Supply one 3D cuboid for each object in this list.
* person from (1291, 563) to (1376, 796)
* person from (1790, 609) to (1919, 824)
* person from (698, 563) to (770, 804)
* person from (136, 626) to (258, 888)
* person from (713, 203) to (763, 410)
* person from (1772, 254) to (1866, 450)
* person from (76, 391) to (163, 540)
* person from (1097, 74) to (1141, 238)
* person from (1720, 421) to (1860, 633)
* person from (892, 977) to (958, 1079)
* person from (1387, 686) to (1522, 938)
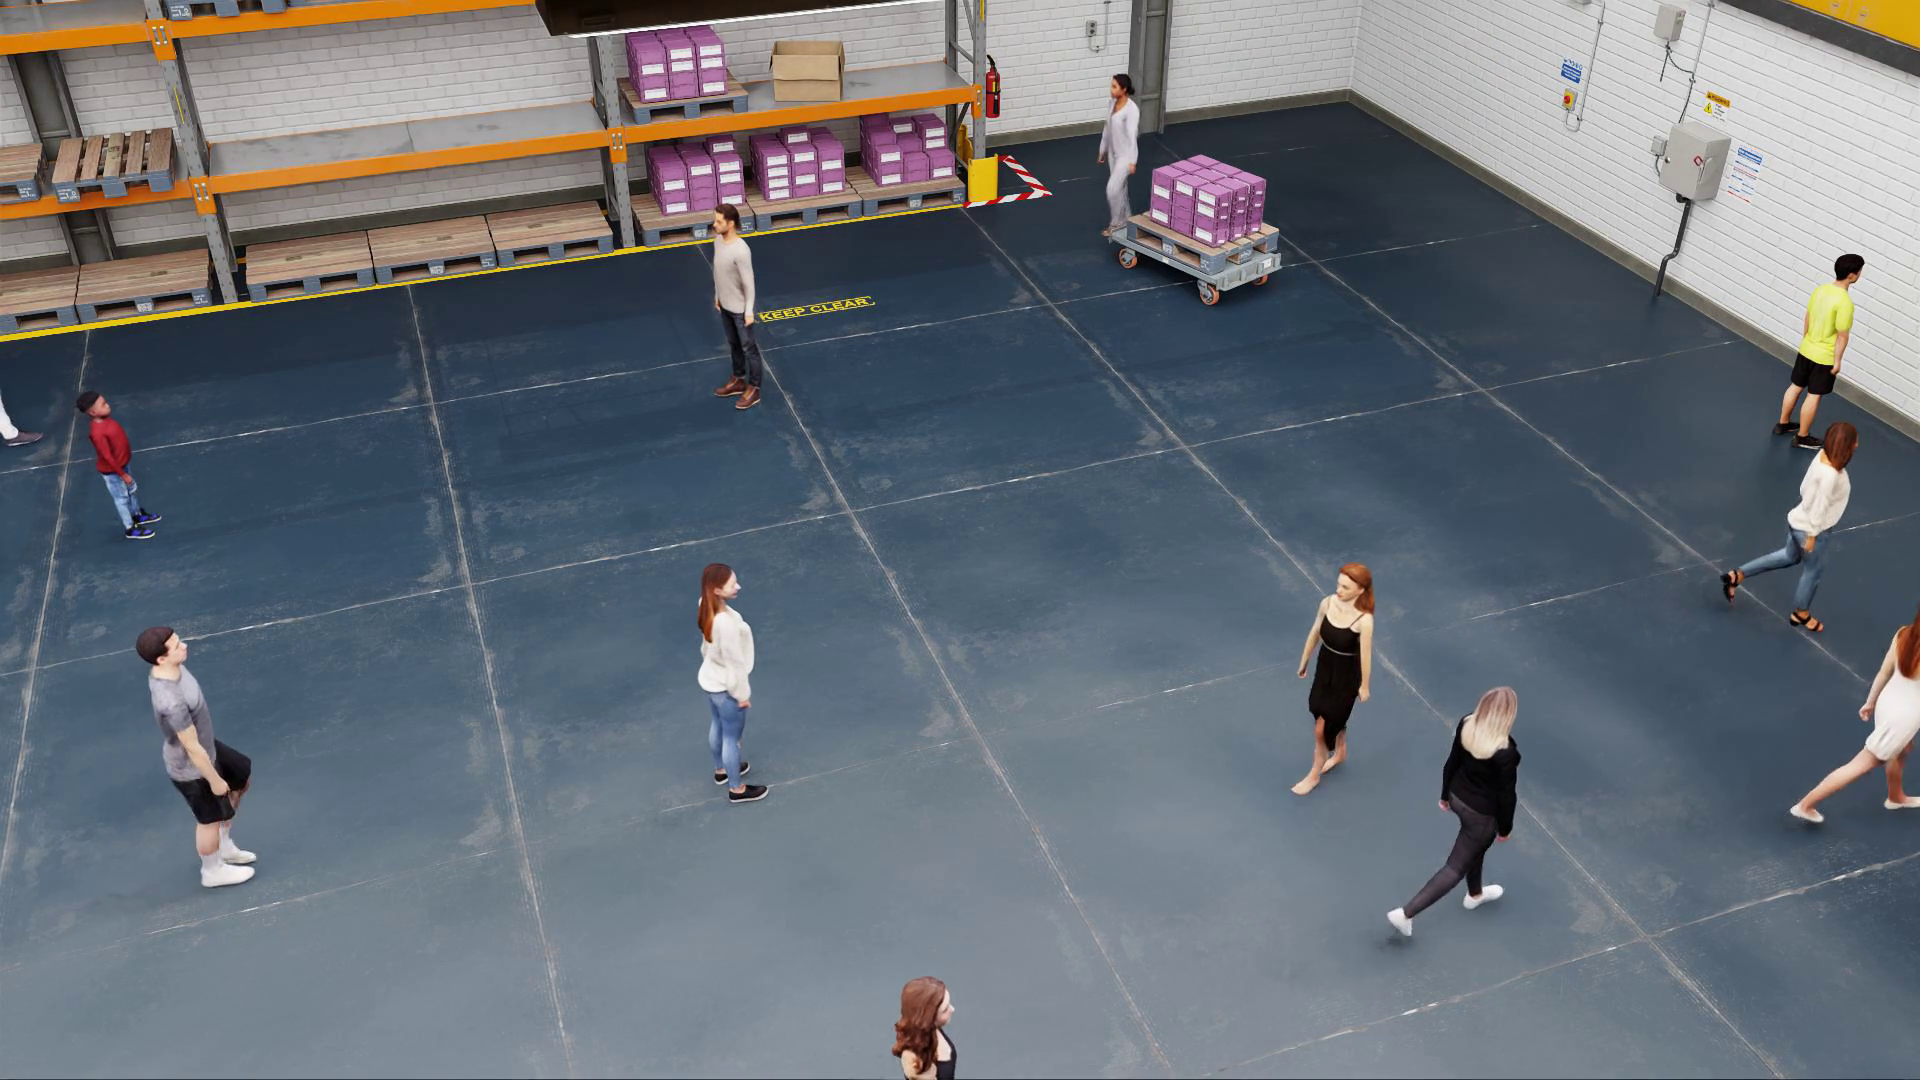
[{"bbox_3d":[2.429,0.816,10.383,0.838,1.607,0.701,-20,38,-27],"label":"person"},{"bbox_3d":[5.518,1.071,9.943,1.226,1.669,0.764,-3,34,-5],"label":"person"},{"bbox_3d":[-1.443,0.873,10.218,0.577,1.693,0.632,-15,37,-22],"label":"person"},{"bbox_3d":[-4.461,1.266,9.480,0.652,1.857,0.676,-13,36,-18],"label":"person"},{"bbox_3d":[-1.939,-2.046,14.455,0.688,1.865,0.733,-26,41,-33],"label":"person"},{"bbox_3d":[7.202,-1.591,13.912,0.565,1.708,0.642,-7,34,-11],"label":"person"},{"bbox_3d":[-6.535,-0.576,12.796,0.536,1.253,0.532,-7,34,-11],"label":"person"},{"bbox_3d":[1.792,-4.108,17.690,0.730,1.717,0.709,-16,37,-23],"label":"person"},{"bbox_3d":[5.906,-0.113,11.732,1.075,1.659,0.988,12,36,18],"label":"person"},{"bbox_3d":[-0.241,2.637,7.534,1.059,1.727,0.830,1,34,2],"label":"person"},{"bbox_3d":[2.785,1.541,9.242,1.114,1.662,0.674,-14,36,-20],"label":"person"}]
